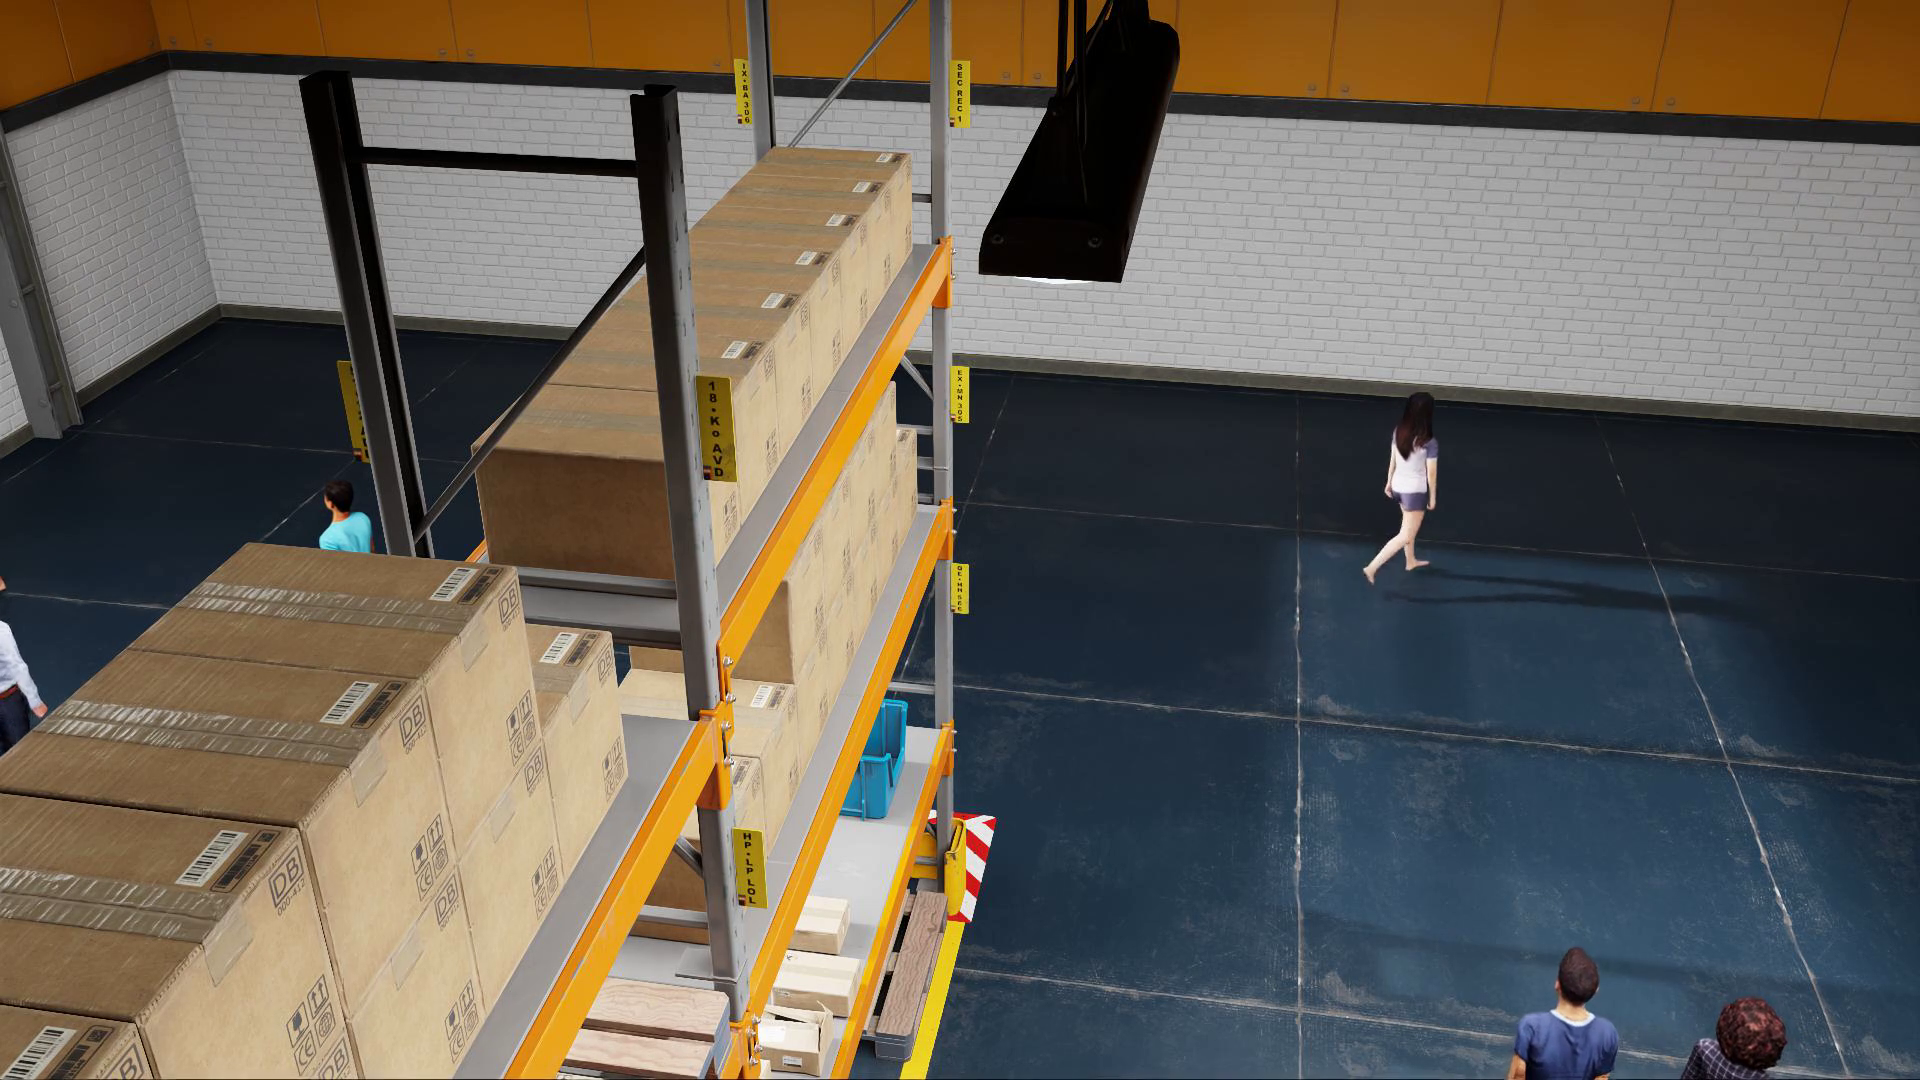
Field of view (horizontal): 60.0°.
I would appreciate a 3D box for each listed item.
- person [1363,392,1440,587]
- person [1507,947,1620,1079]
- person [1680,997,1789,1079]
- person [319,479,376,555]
[{"bbox_3d":[3.639,-0.389,13.630,1.083,1.681,1.066,-16,33,-27],"label":"person"},{"bbox_3d":[2.741,2.731,7.756,0.650,1.830,0.632,1,29,3],"label":"person"},{"bbox_3d":[3.527,2.812,7.741,0.752,1.702,0.694,-19,34,-31],"label":"person"},{"bbox_3d":[-4.382,0.363,12.152,0.723,1.776,0.550,12,31,21],"label":"person"}]
